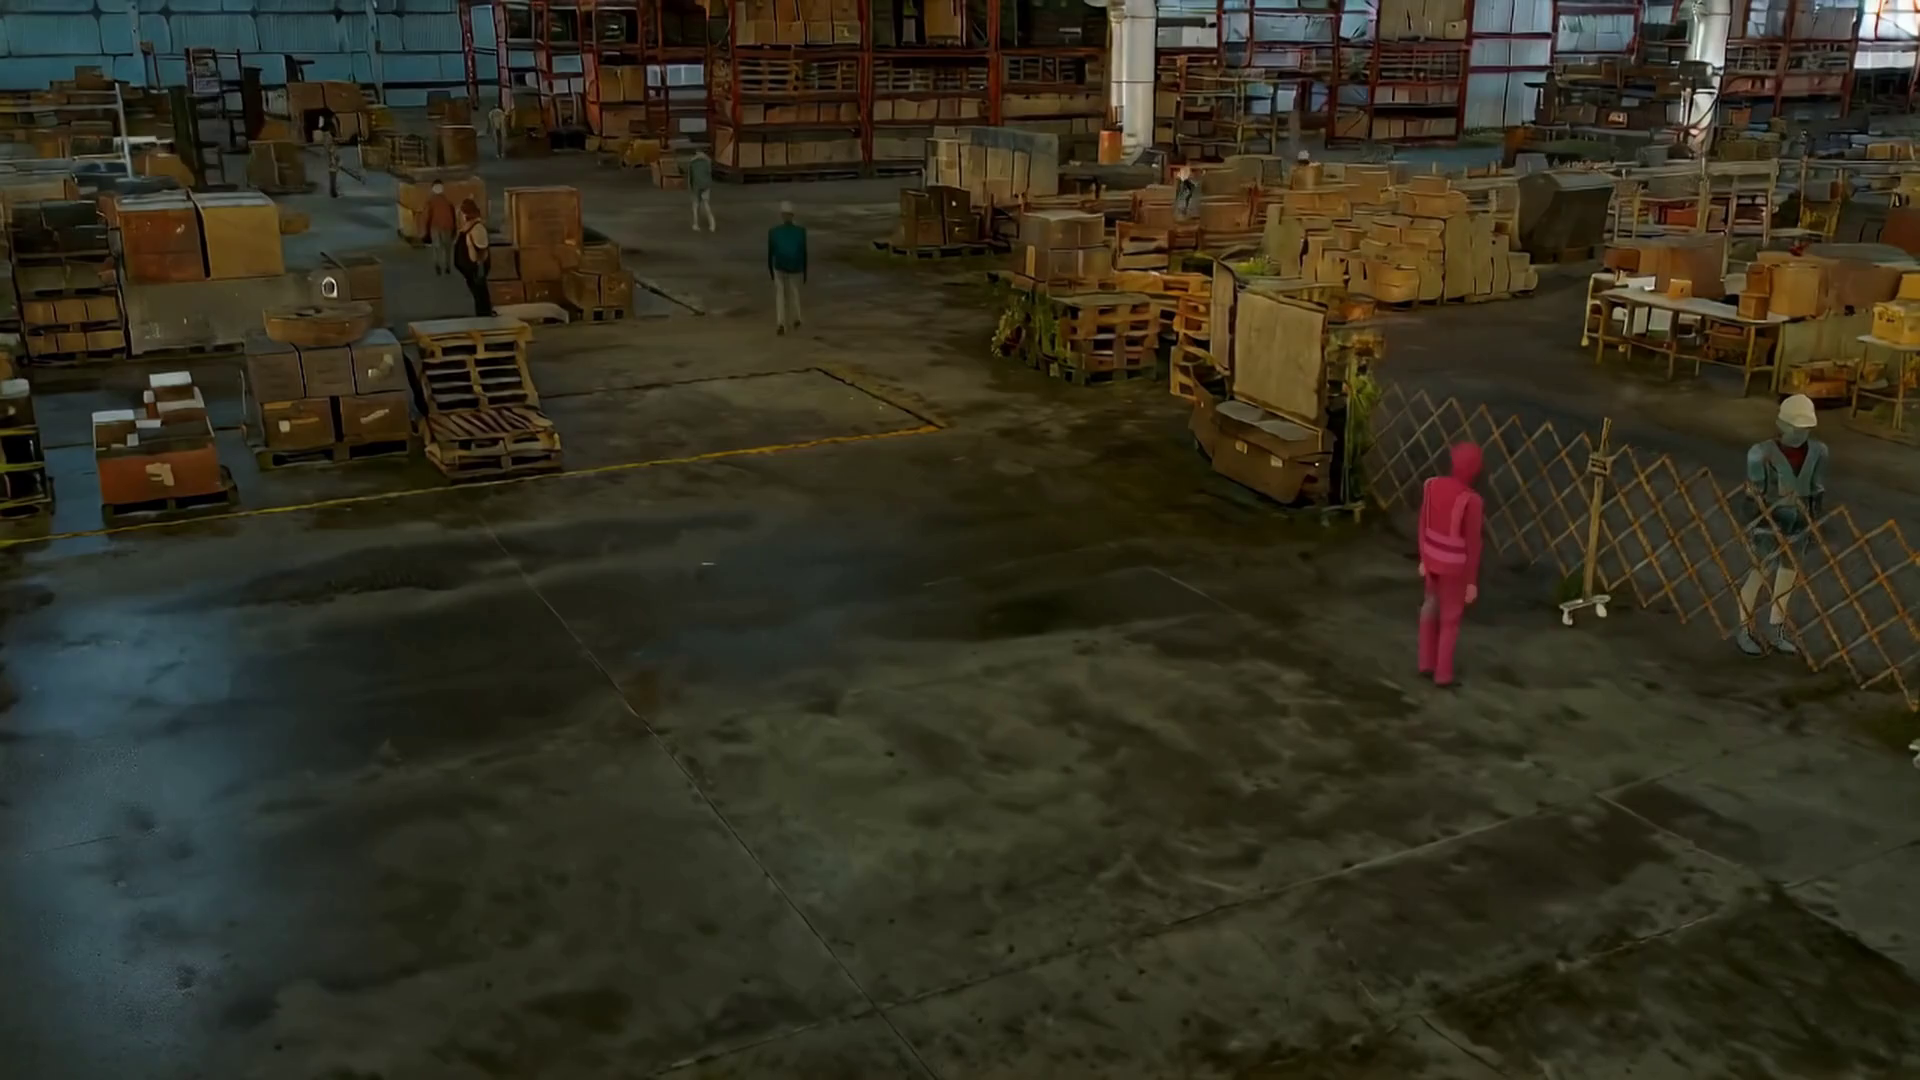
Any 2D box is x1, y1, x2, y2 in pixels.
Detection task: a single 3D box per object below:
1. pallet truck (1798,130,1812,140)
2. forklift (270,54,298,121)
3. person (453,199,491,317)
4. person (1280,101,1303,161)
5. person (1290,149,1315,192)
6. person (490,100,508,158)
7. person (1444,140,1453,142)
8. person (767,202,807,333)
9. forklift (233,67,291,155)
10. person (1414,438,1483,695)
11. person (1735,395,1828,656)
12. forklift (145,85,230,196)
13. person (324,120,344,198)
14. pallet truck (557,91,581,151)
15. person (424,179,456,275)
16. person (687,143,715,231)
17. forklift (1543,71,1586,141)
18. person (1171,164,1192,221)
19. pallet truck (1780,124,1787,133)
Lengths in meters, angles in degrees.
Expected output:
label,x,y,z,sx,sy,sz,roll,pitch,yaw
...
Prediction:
label,x,y,z,sx,sy,sz,roll,pitch,yaw
pallet truck,25.526,-11.556,49.408,1.630,1.274,0.653,-9,20,-26
forklift,-28.276,-19.157,70.557,1.873,2.768,1.129,-9,20,-26
person,-7.291,-4.076,24.894,0.538,2.000,0.684,-8,20,-24
person,10.685,-13.055,53.172,1.045,1.880,0.640,15,23,40
person,7.340,-7.529,36.026,0.538,1.812,0.617,-8,19,-23
person,-15.085,-13.447,54.412,0.565,1.847,0.672,-4,18,-13
person,17.897,-15.352,60.704,0.503,1.632,0.274,-16,24,-41
person,-2.630,-4.132,25.227,0.628,1.957,0.989,2,18,5
forklift,-23.423,-14.297,55.405,1.873,2.768,1.129,-9,20,-26
person,3.506,0.183,11.888,0.373,1.884,0.583,-8,20,-24
person,6.178,-0.099,12.519,0.607,2.038,0.395,-1,18,-3
forklift,-20.060,-10.286,42.903,1.873,2.768,1.129,-9,20,-26
person,-16.253,-9.859,43.046,0.371,1.963,0.608,-4,18,-12
pallet truck,-13.495,-14.412,57.188,0.823,1.965,1.885,-3,18,-9
person,-9.553,-5.751,30.597,0.528,1.746,0.713,-4,18,-13
person,-5.701,-7.749,36.564,0.551,1.913,0.835,-10,20,-28
forklift,18.685,-13.231,52.085,1.873,2.768,1.129,-9,20,-26
person,4.501,-6.853,34.136,0.625,1.671,0.552,-7,19,-21
pallet truck,25.206,-12.542,52.601,1.601,1.201,0.680,0,18,-2
